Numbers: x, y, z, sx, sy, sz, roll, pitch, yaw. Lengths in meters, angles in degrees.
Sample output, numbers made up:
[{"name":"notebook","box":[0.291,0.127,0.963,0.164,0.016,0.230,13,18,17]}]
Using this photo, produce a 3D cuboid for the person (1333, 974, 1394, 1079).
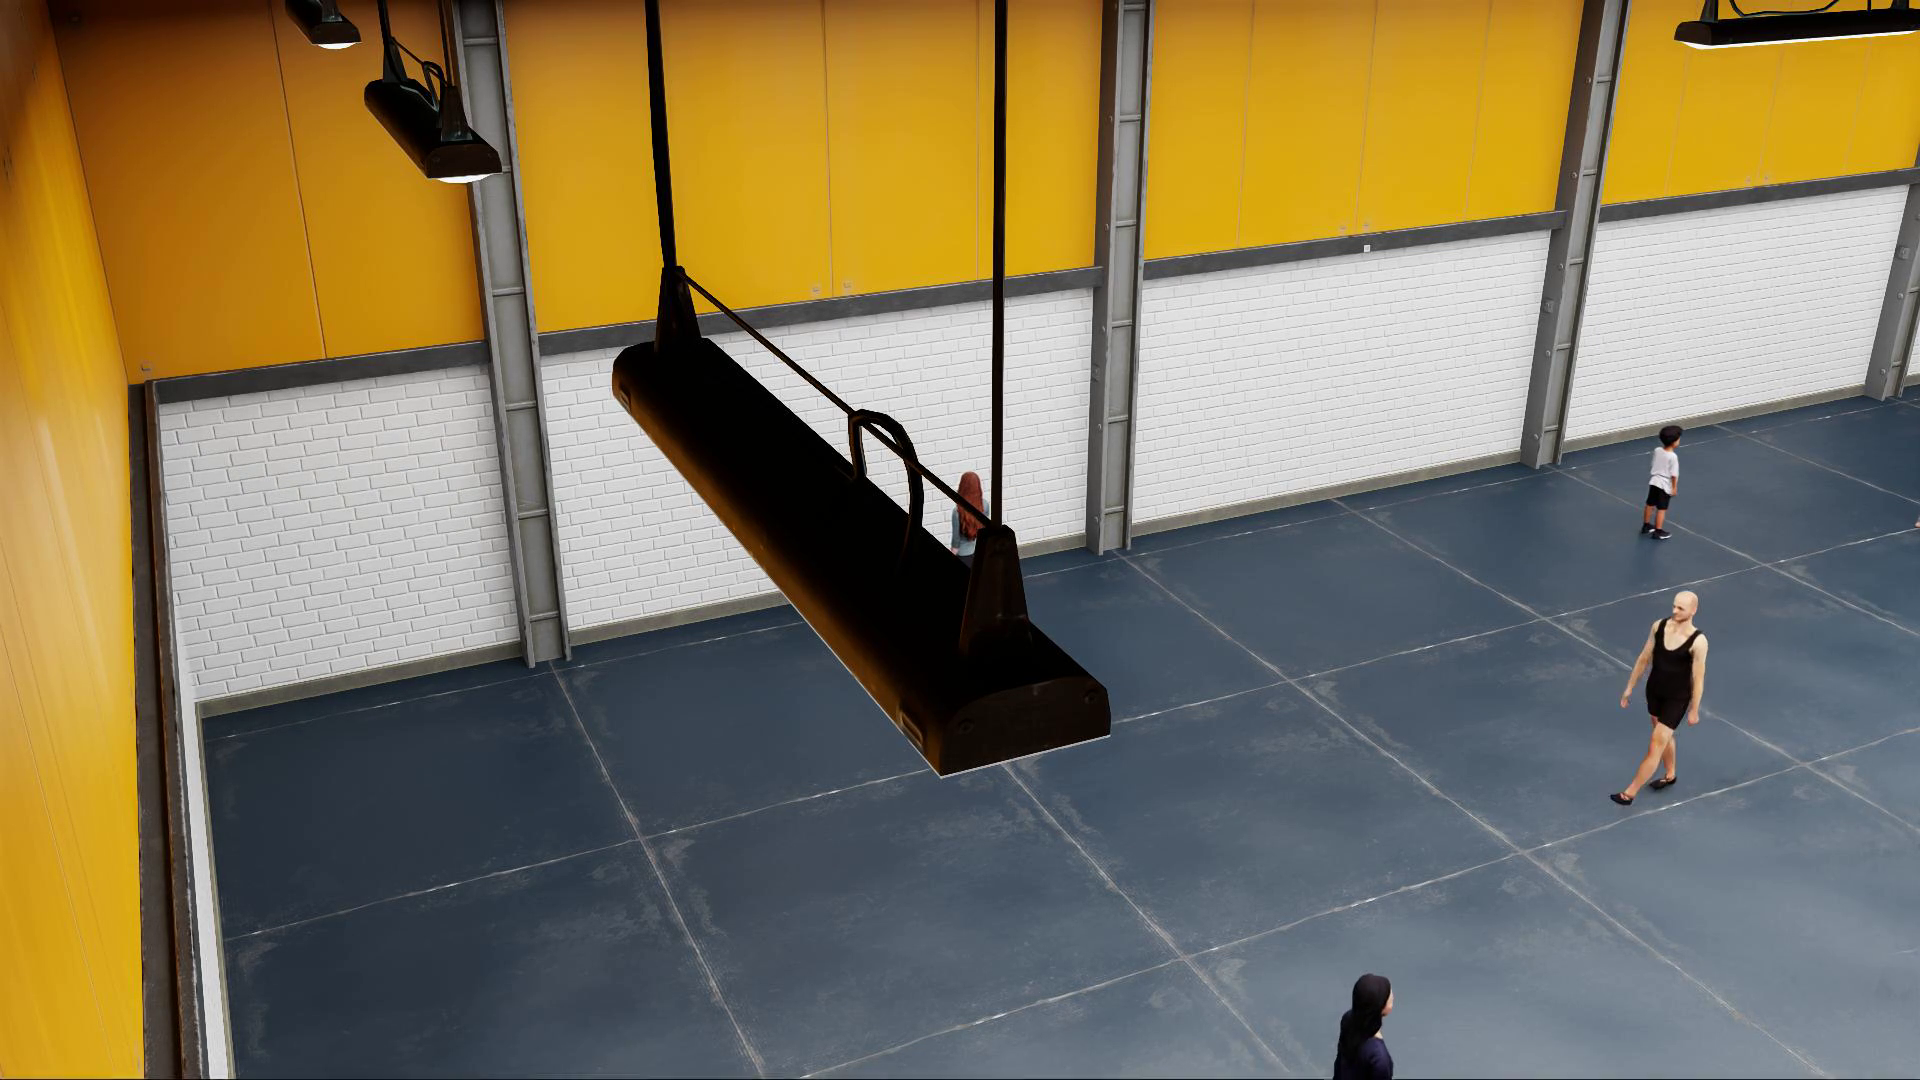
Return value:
[{"name":"person","box":[2.033,3.076,8.844,1.169,1.694,0.855,-2,24,-5]}]

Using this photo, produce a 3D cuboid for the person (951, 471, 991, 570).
[{"name":"person","box":[0.103,0.187,15.390,0.516,1.743,0.659,-14,27,-29]}]

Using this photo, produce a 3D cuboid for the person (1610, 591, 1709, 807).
[{"name":"person","box":[5.597,1.214,13.000,1.065,1.777,0.663,-11,26,-23]}]

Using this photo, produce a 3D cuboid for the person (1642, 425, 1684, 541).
[{"name":"person","box":[7.540,-0.632,17.872,0.501,1.257,0.499,-8,25,-18]}]
